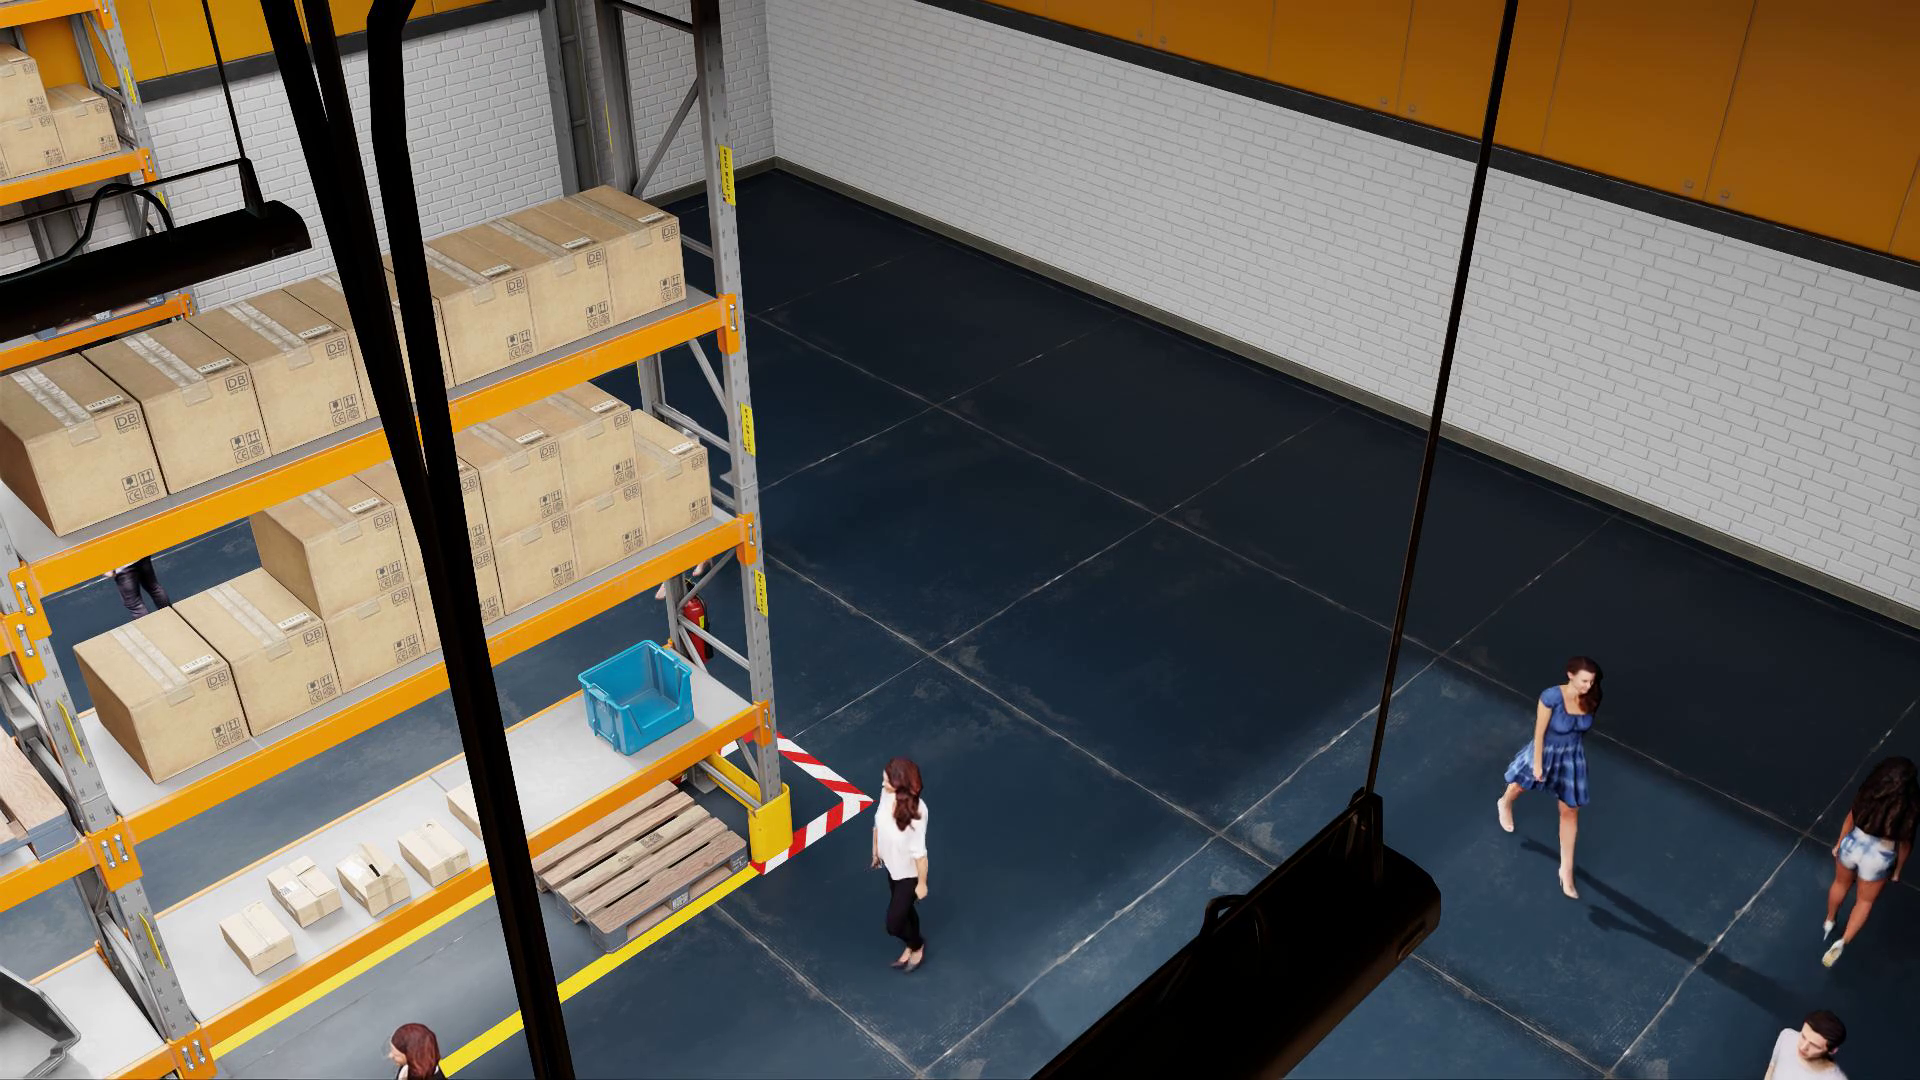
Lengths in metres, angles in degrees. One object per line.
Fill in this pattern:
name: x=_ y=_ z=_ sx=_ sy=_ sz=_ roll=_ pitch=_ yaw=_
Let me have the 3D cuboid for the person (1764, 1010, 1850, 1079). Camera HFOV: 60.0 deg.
person: x=4.444 y=3.162 z=8.801 sx=1.220 sy=1.826 sz=0.924 roll=-14 pitch=36 yaw=-20

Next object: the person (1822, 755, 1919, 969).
person: x=5.763 y=2.083 z=10.619 sx=0.611 sy=1.609 sz=0.899 roll=24 pitch=40 yaw=31

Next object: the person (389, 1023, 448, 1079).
person: x=-2.762 y=3.180 z=8.801 sx=0.530 sy=1.796 sz=0.613 roll=-22 pitch=39 yaw=-29

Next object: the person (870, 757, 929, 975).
person: x=-0.270 y=2.050 z=10.512 sx=0.645 sy=1.783 sz=0.669 roll=-20 pitch=39 yaw=-27

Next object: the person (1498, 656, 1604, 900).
person: x=4.003 y=1.492 z=11.378 sx=1.172 sy=1.754 sz=1.140 roll=-5 pitch=34 yaw=-7
